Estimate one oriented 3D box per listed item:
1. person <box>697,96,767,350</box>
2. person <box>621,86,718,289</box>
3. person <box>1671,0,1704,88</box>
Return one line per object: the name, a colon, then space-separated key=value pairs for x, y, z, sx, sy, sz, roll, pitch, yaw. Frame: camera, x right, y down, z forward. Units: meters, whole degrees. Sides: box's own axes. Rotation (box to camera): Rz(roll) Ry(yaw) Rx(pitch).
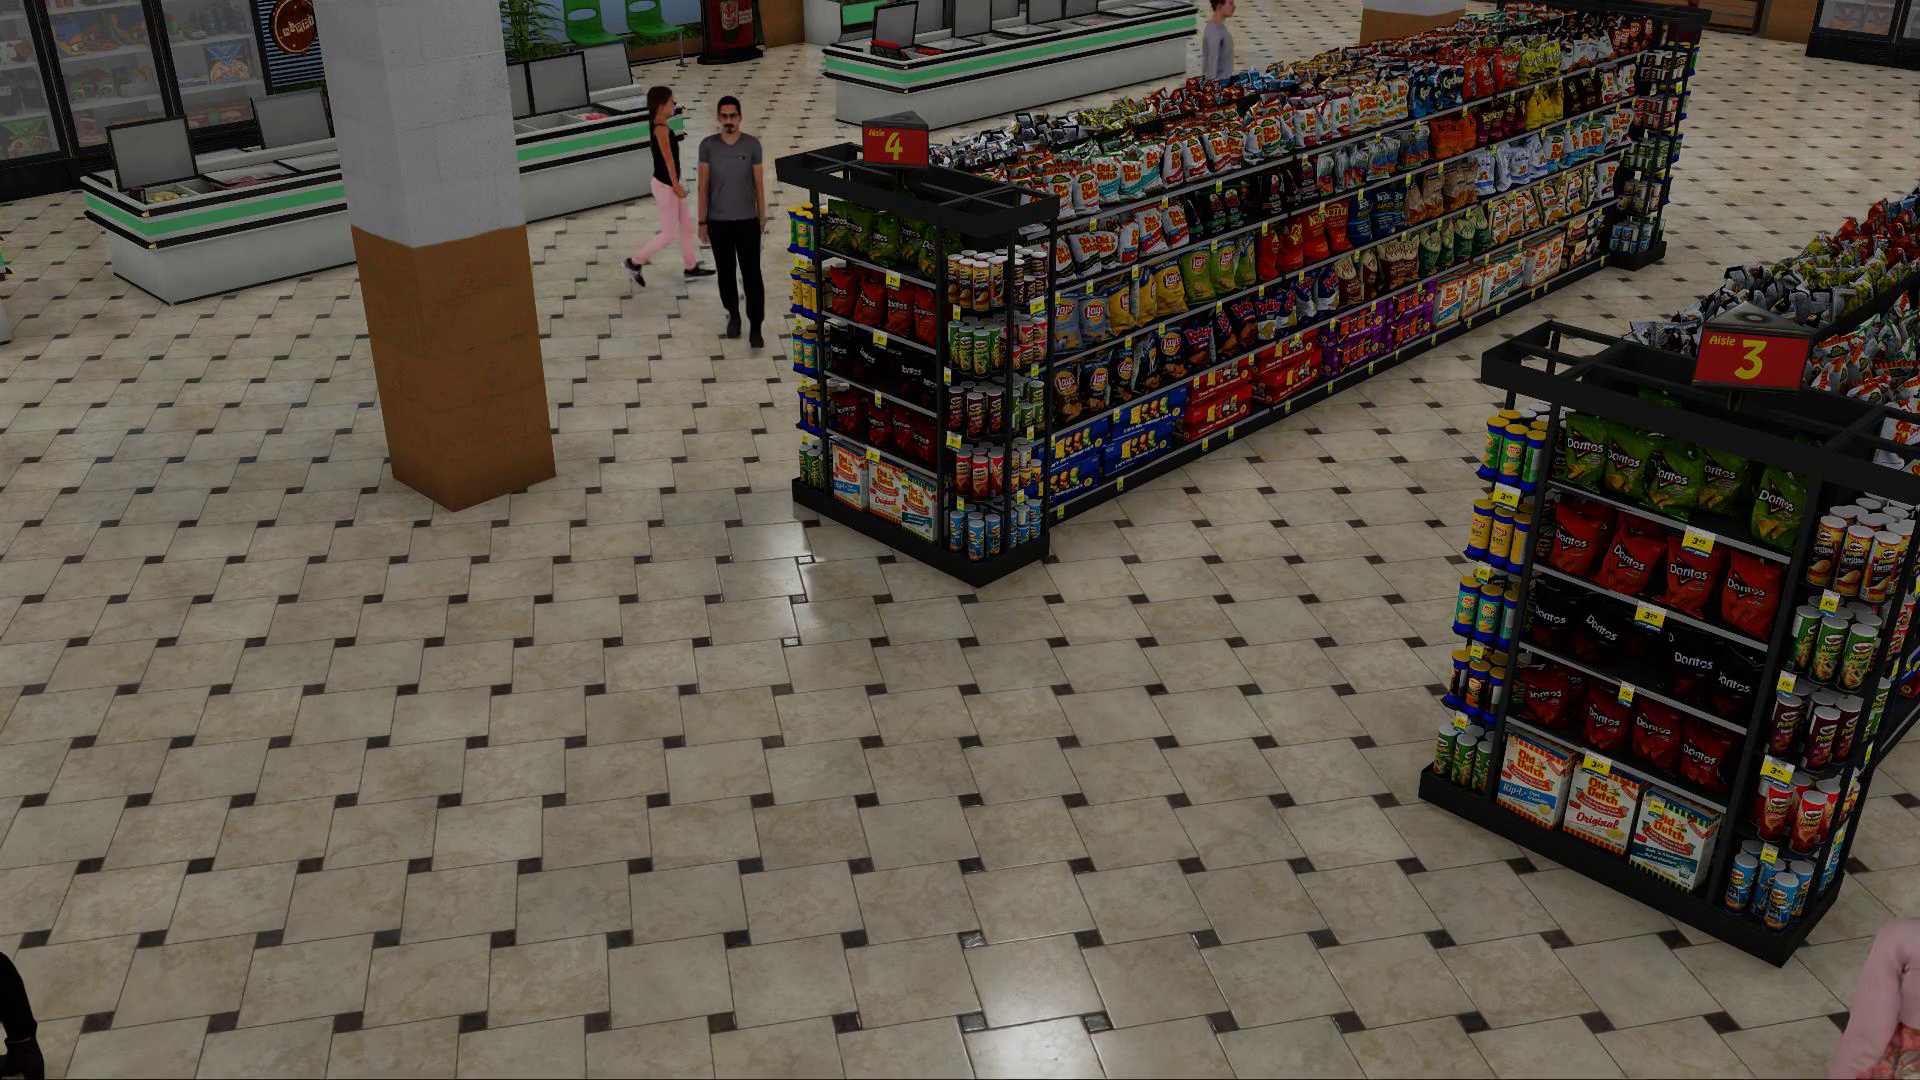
person: x=-1.619 y=-2.289 z=11.847 sx=0.968 sy=1.730 sz=1.010 roll=-1 pitch=27 yaw=-2
person: x=-2.327 y=-2.705 z=12.875 sx=1.019 sy=1.542 sz=0.851 roll=-5 pitch=27 yaw=-11
person: x=8.344 y=-5.767 z=19.240 sx=0.650 sy=1.245 sz=0.708 roll=-2 pitch=27 yaw=-5
